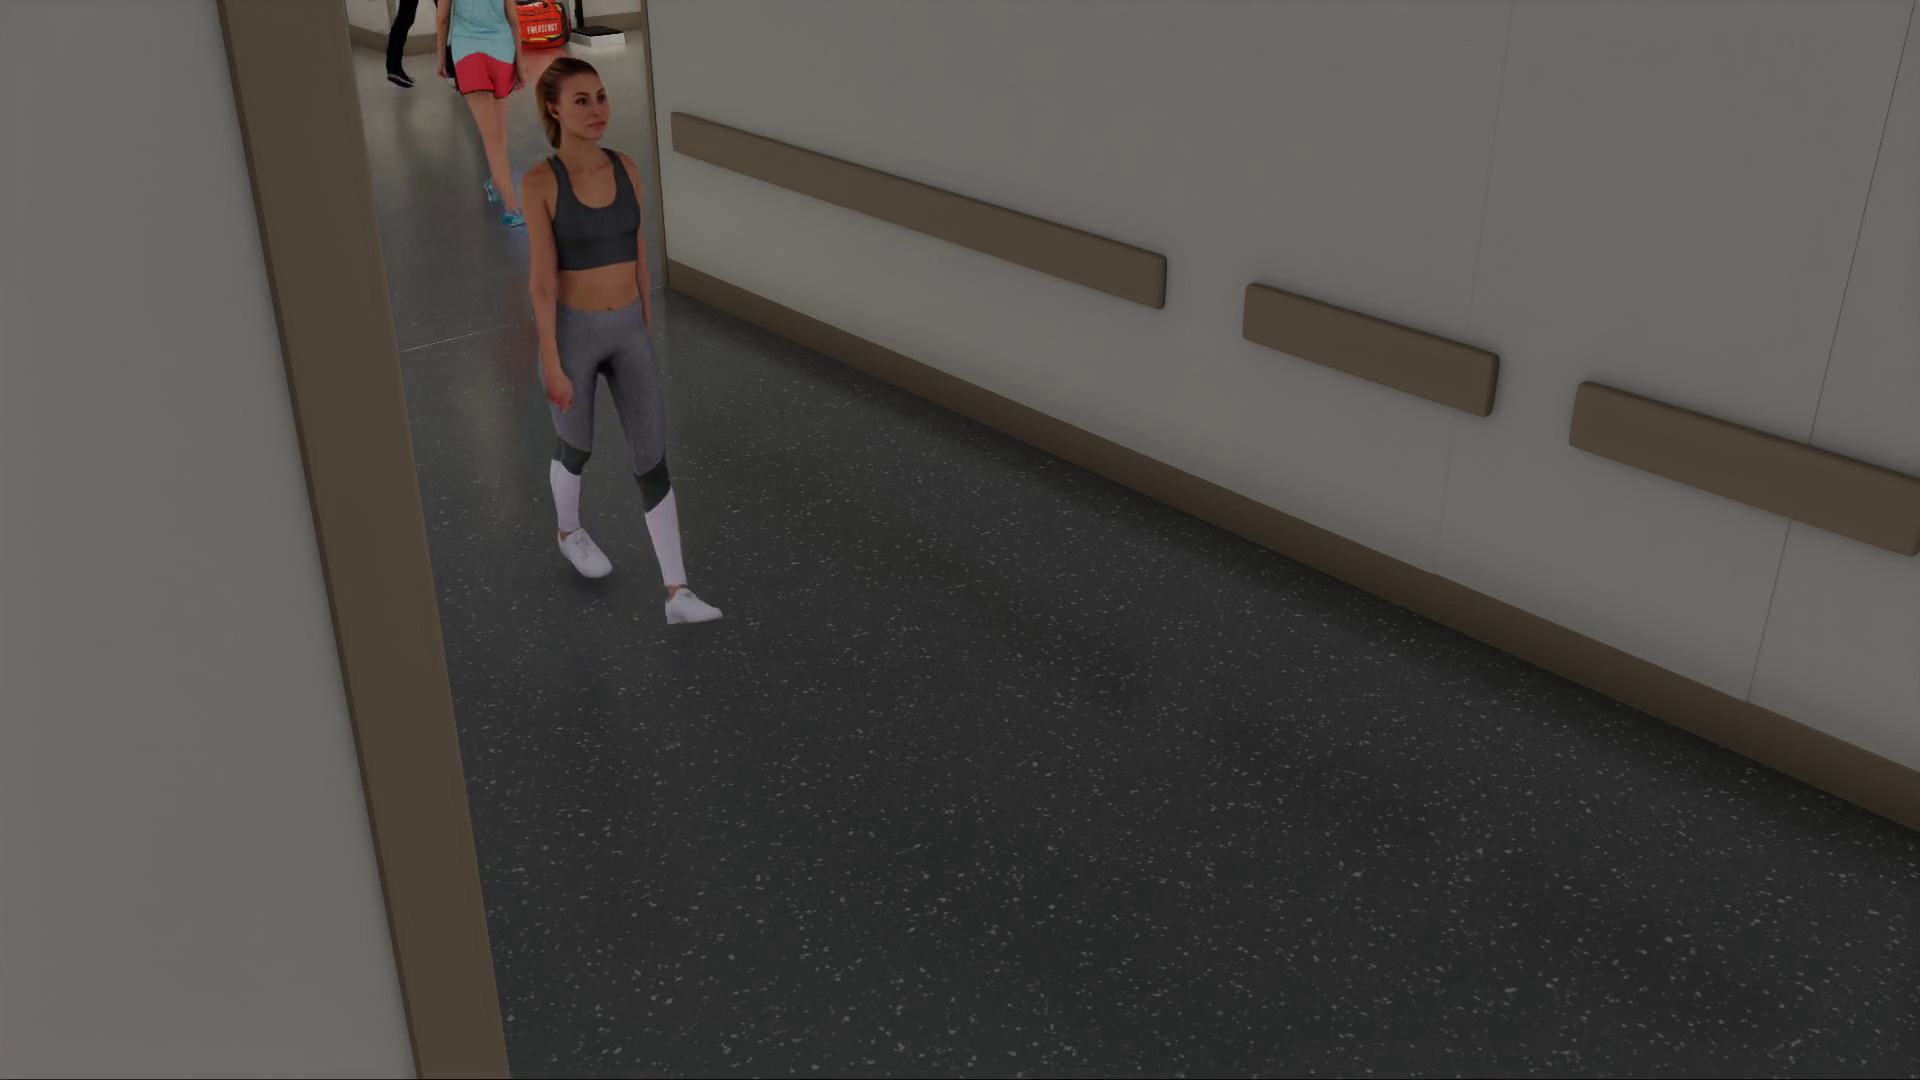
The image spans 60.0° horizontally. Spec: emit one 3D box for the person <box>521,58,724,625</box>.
[{"bbox_3d":[-1.133,-0.567,4.991,1.047,1.656,0.642,-19,32,-35],"label":"person"}]

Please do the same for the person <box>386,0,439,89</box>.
[{"bbox_3d":[-4.184,-4.361,12.691,1.065,1.801,1.302,9,27,18],"label":"person"}]

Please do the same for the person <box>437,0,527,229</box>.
[{"bbox_3d":[-2.553,-2.528,8.986,1.185,1.717,0.861,-12,28,-23],"label":"person"}]
